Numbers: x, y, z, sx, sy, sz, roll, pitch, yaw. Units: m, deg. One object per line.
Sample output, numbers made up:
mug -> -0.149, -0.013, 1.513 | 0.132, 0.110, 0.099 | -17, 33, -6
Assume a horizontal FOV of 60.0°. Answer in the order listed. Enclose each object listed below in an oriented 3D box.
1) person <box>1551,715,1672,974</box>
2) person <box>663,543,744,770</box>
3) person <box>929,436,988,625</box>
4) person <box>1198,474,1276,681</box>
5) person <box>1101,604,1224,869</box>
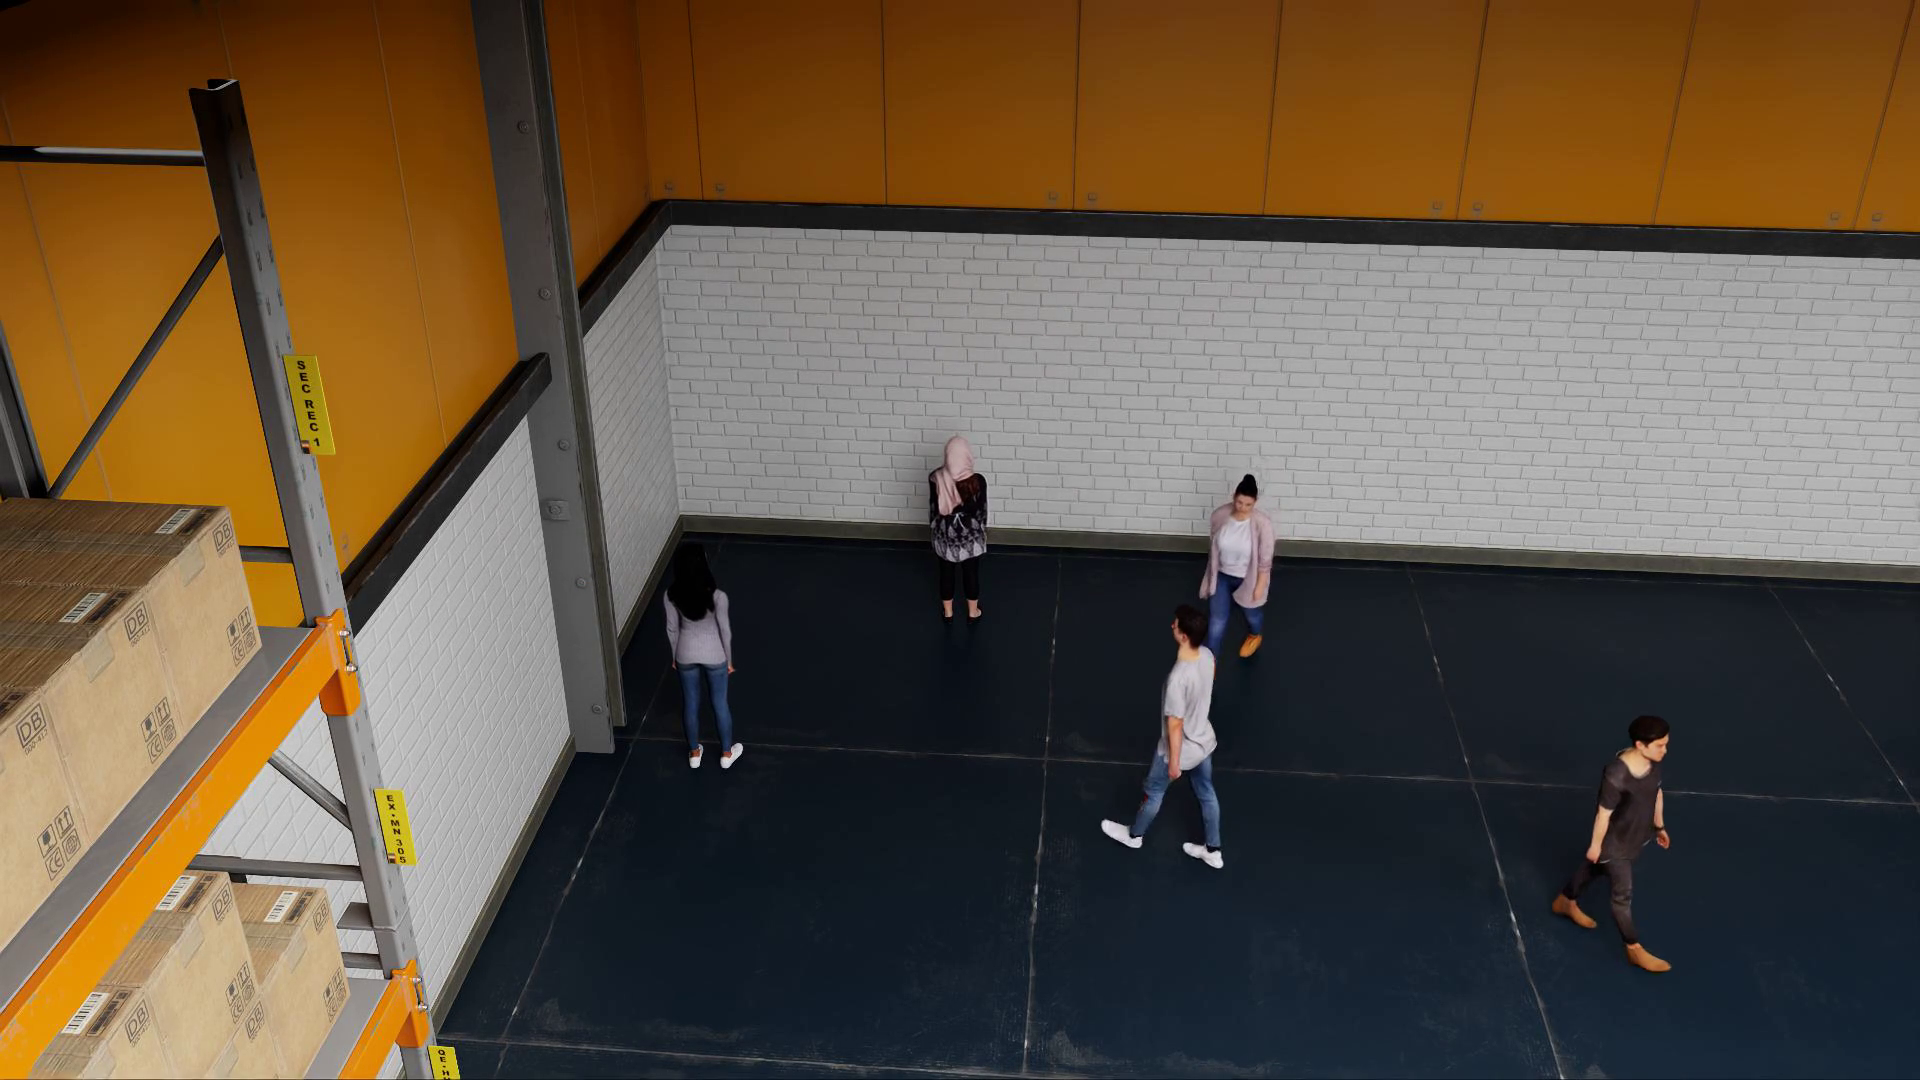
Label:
person -> 3.874, 1.712, 9.917 | 1.070, 1.671, 1.101 | -24, 37, -37
person -> -1.791, 0.812, 11.496 | 0.598, 1.738, 0.512 | 3, 29, 6
person -> -0.015, -0.076, 13.231 | 0.619, 1.636, 0.598 | 3, 29, 6
person -> 2.156, 0.220, 12.625 | 0.980, 1.696, 1.206 | 18, 34, 30
person -> 1.502, 1.300, 10.483 | 1.070, 1.853, 1.117 | 18, 33, 30
